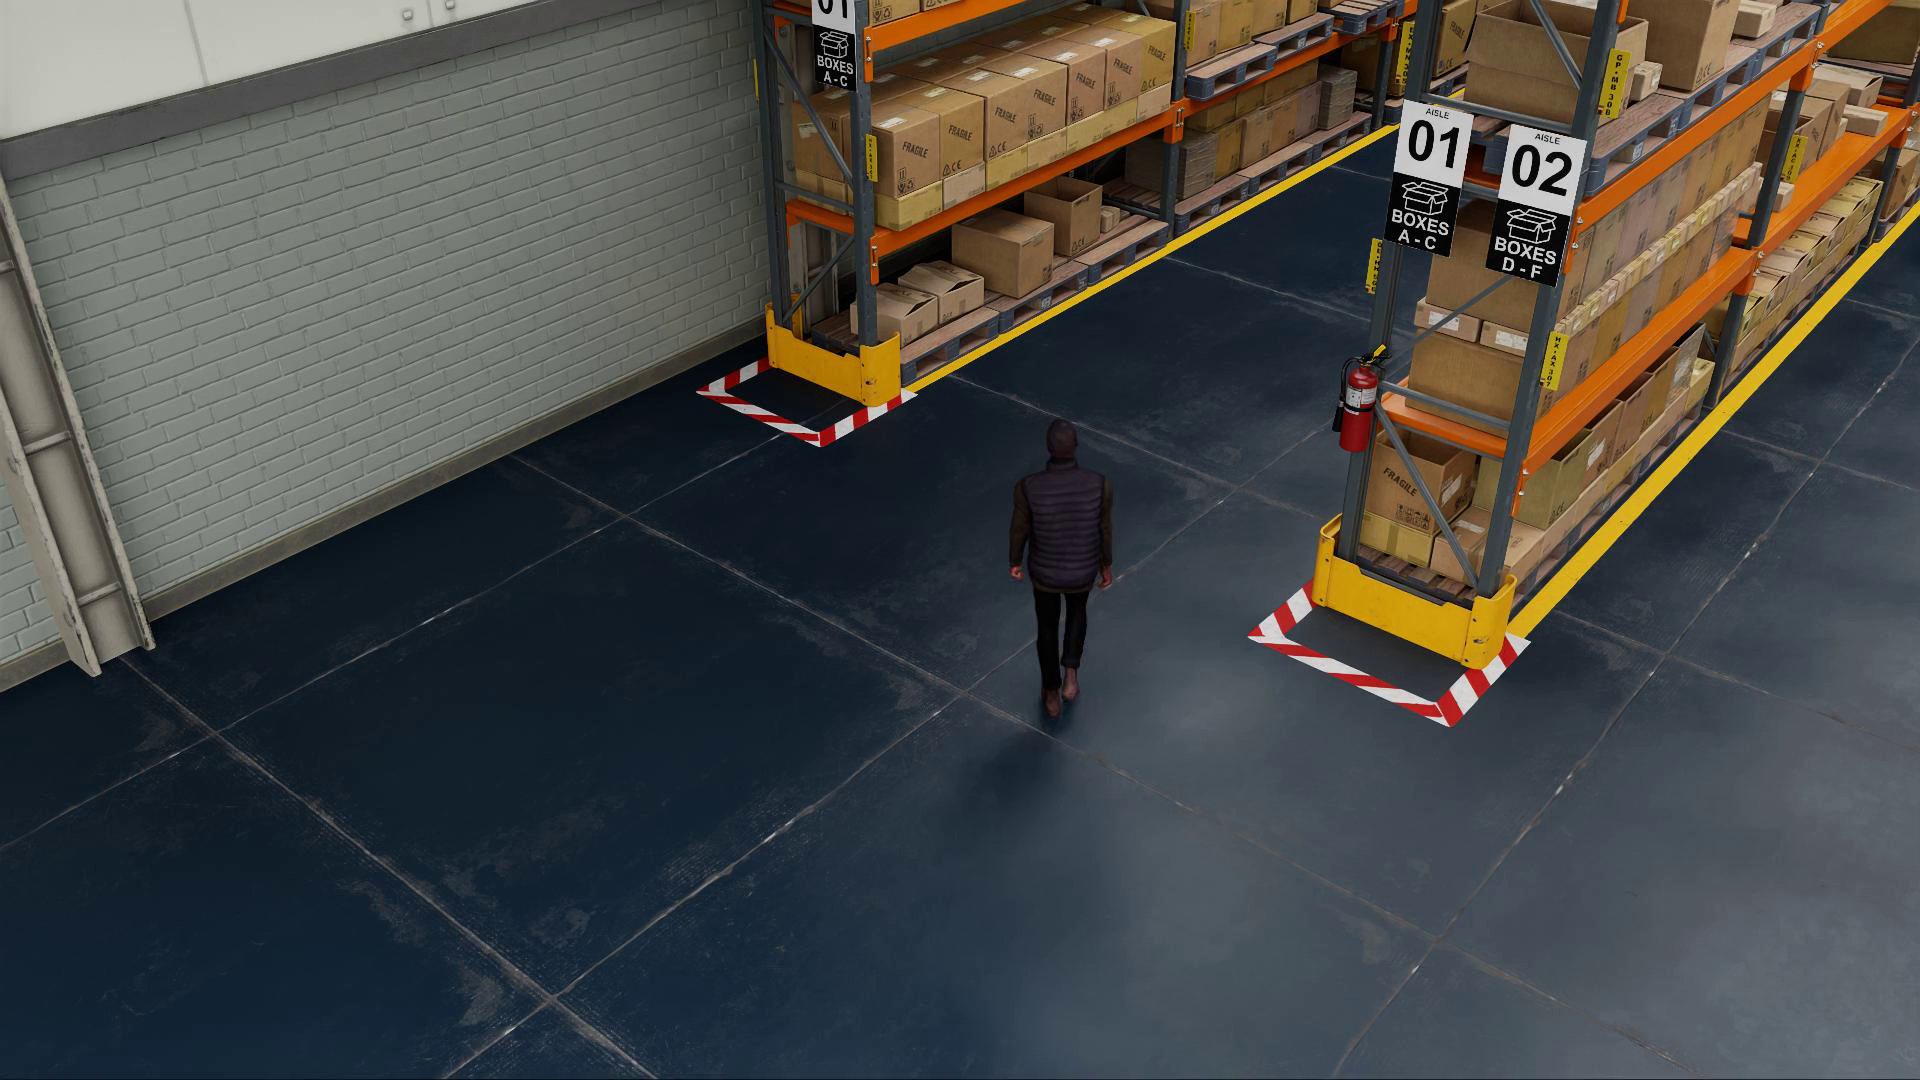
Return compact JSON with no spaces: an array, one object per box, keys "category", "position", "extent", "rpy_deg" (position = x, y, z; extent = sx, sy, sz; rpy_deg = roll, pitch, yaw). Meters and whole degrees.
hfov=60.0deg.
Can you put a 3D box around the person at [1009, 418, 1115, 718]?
[{"category":"person","position":[0.560,0.214,9.044],"extent":[0.840,1.821,0.890],"rpy_deg":[-1,33,-1]}]
